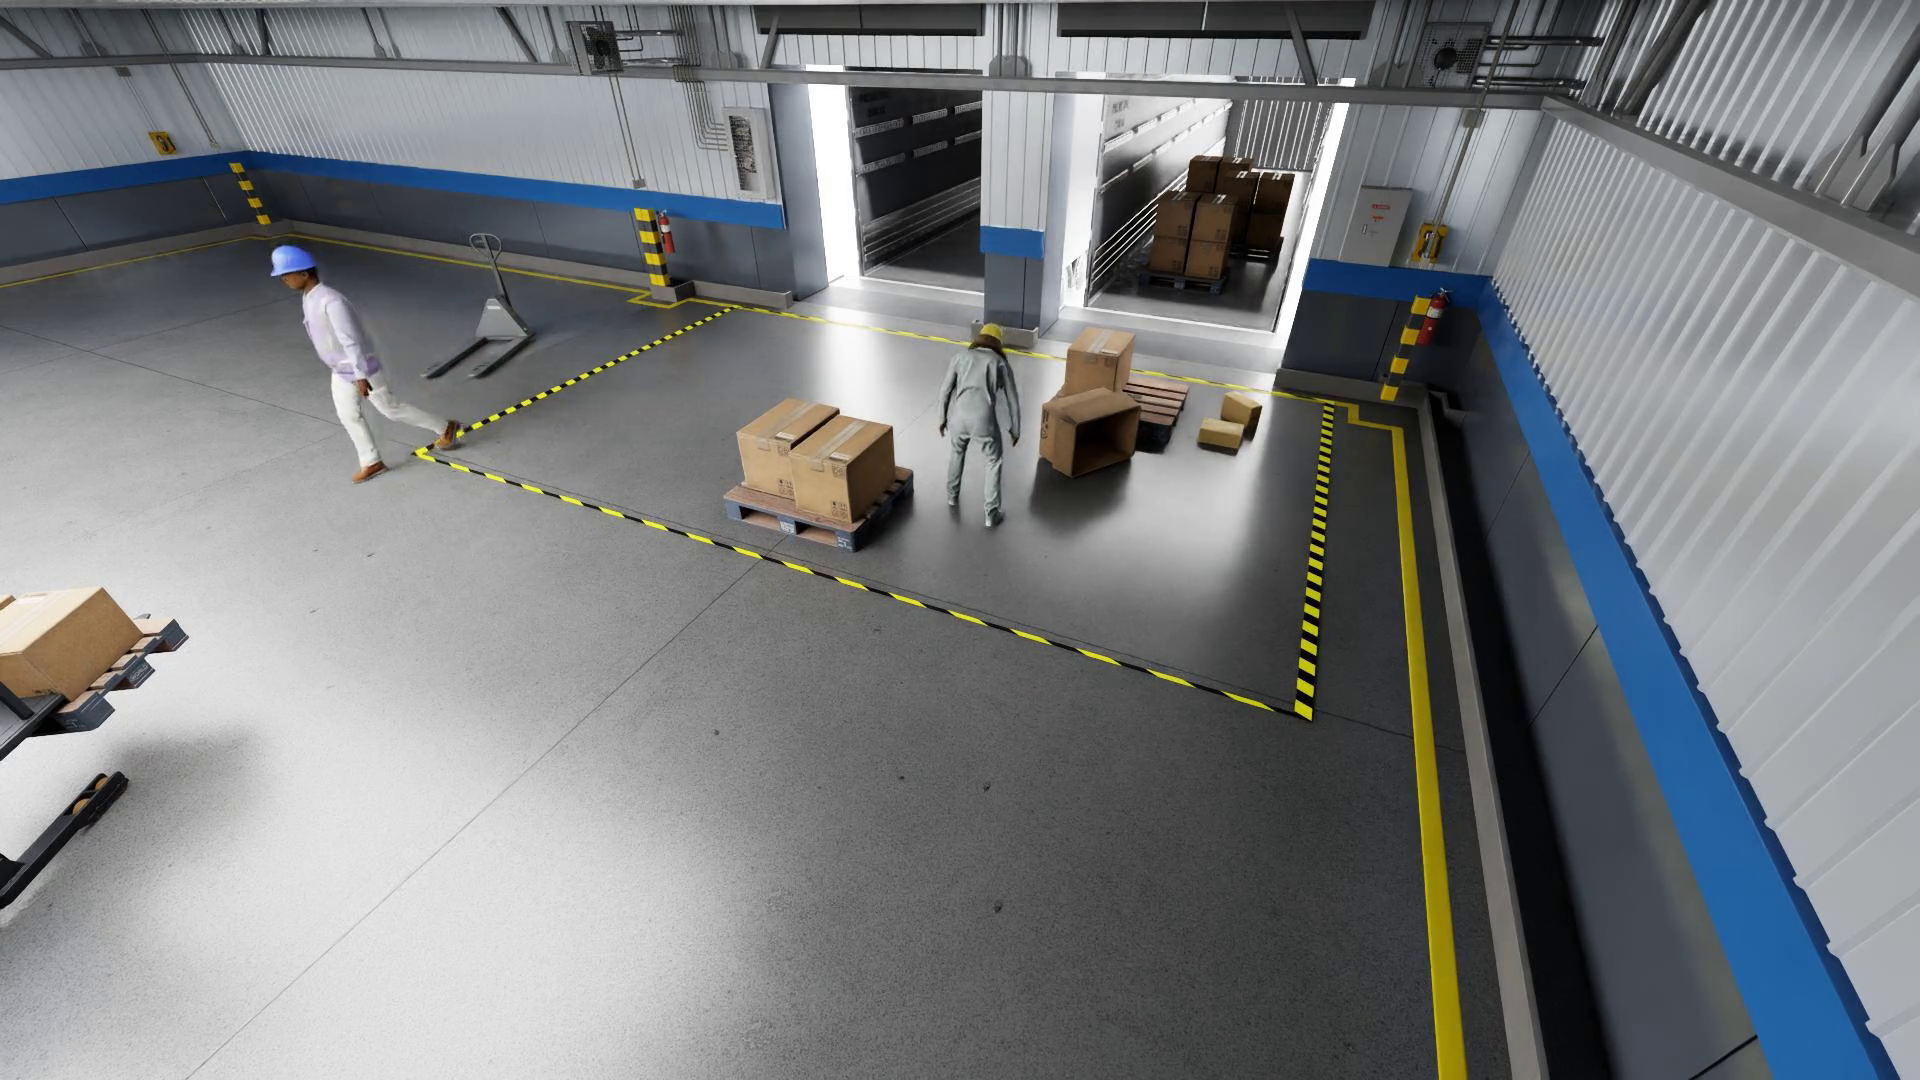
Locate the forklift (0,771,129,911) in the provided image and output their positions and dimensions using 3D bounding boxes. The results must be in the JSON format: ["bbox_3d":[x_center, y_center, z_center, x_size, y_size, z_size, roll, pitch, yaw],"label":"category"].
[{"bbox_3d":[-4.601,0.992,2.538,0.716,2.013,0.776,-5,36,-7],"label":"forklift"}]

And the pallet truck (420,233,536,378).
[{"bbox_3d":[-5.664,-2.712,8.427,0.680,1.201,1.601,0,35,-1],"label":"pallet truck"}]

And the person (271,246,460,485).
[{"bbox_3d":[-4.973,-1.464,6.105,0.613,1.904,0.965,19,40,25],"label":"person"}]

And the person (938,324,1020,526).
[{"bbox_3d":[0.164,-0.902,5.763,0.642,1.393,0.858,8,36,11],"label":"person"}]
